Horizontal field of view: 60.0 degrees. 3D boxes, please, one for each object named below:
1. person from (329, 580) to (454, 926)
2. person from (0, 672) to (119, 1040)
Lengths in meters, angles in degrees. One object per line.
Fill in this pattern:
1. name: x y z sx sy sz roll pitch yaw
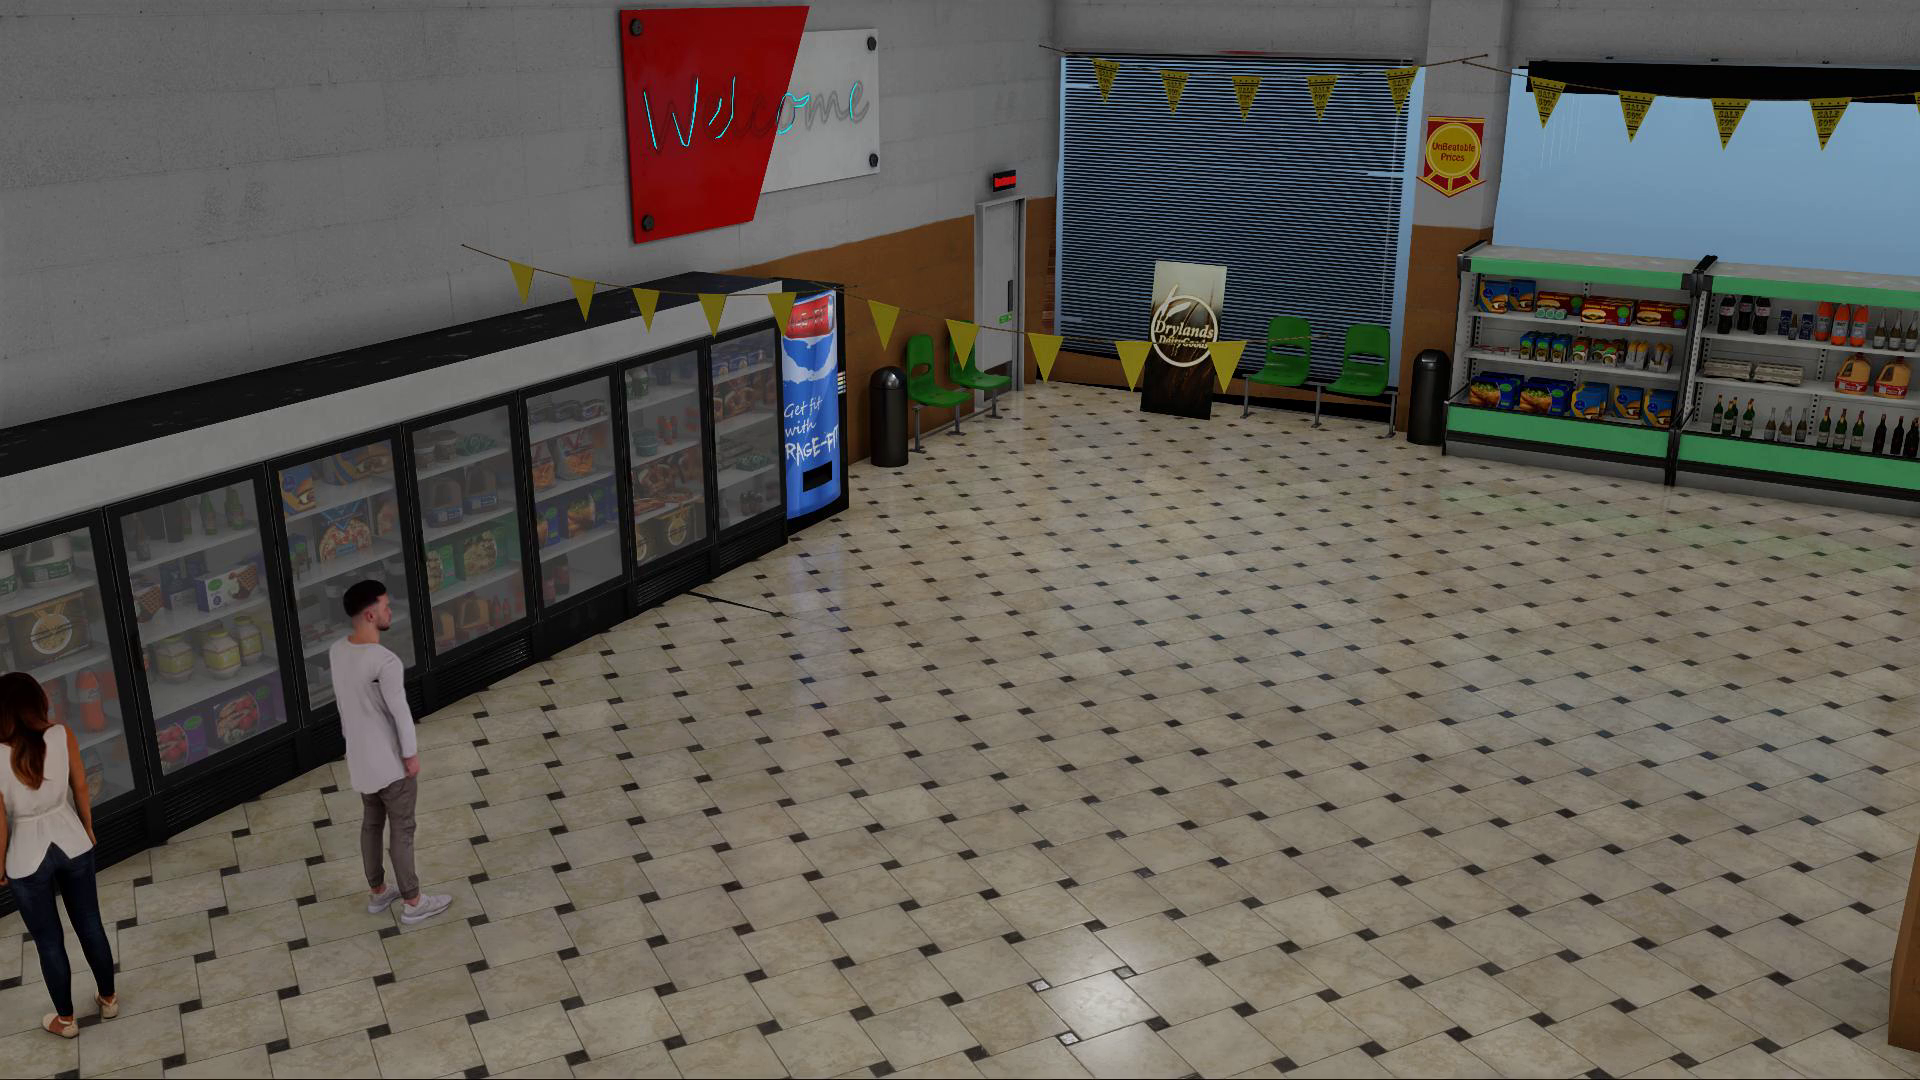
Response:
1. person: -2.964 1.080 8.502 0.503 1.834 0.725 11 22 30
2. person: -4.128 1.429 7.546 0.584 1.784 0.633 16 24 39
